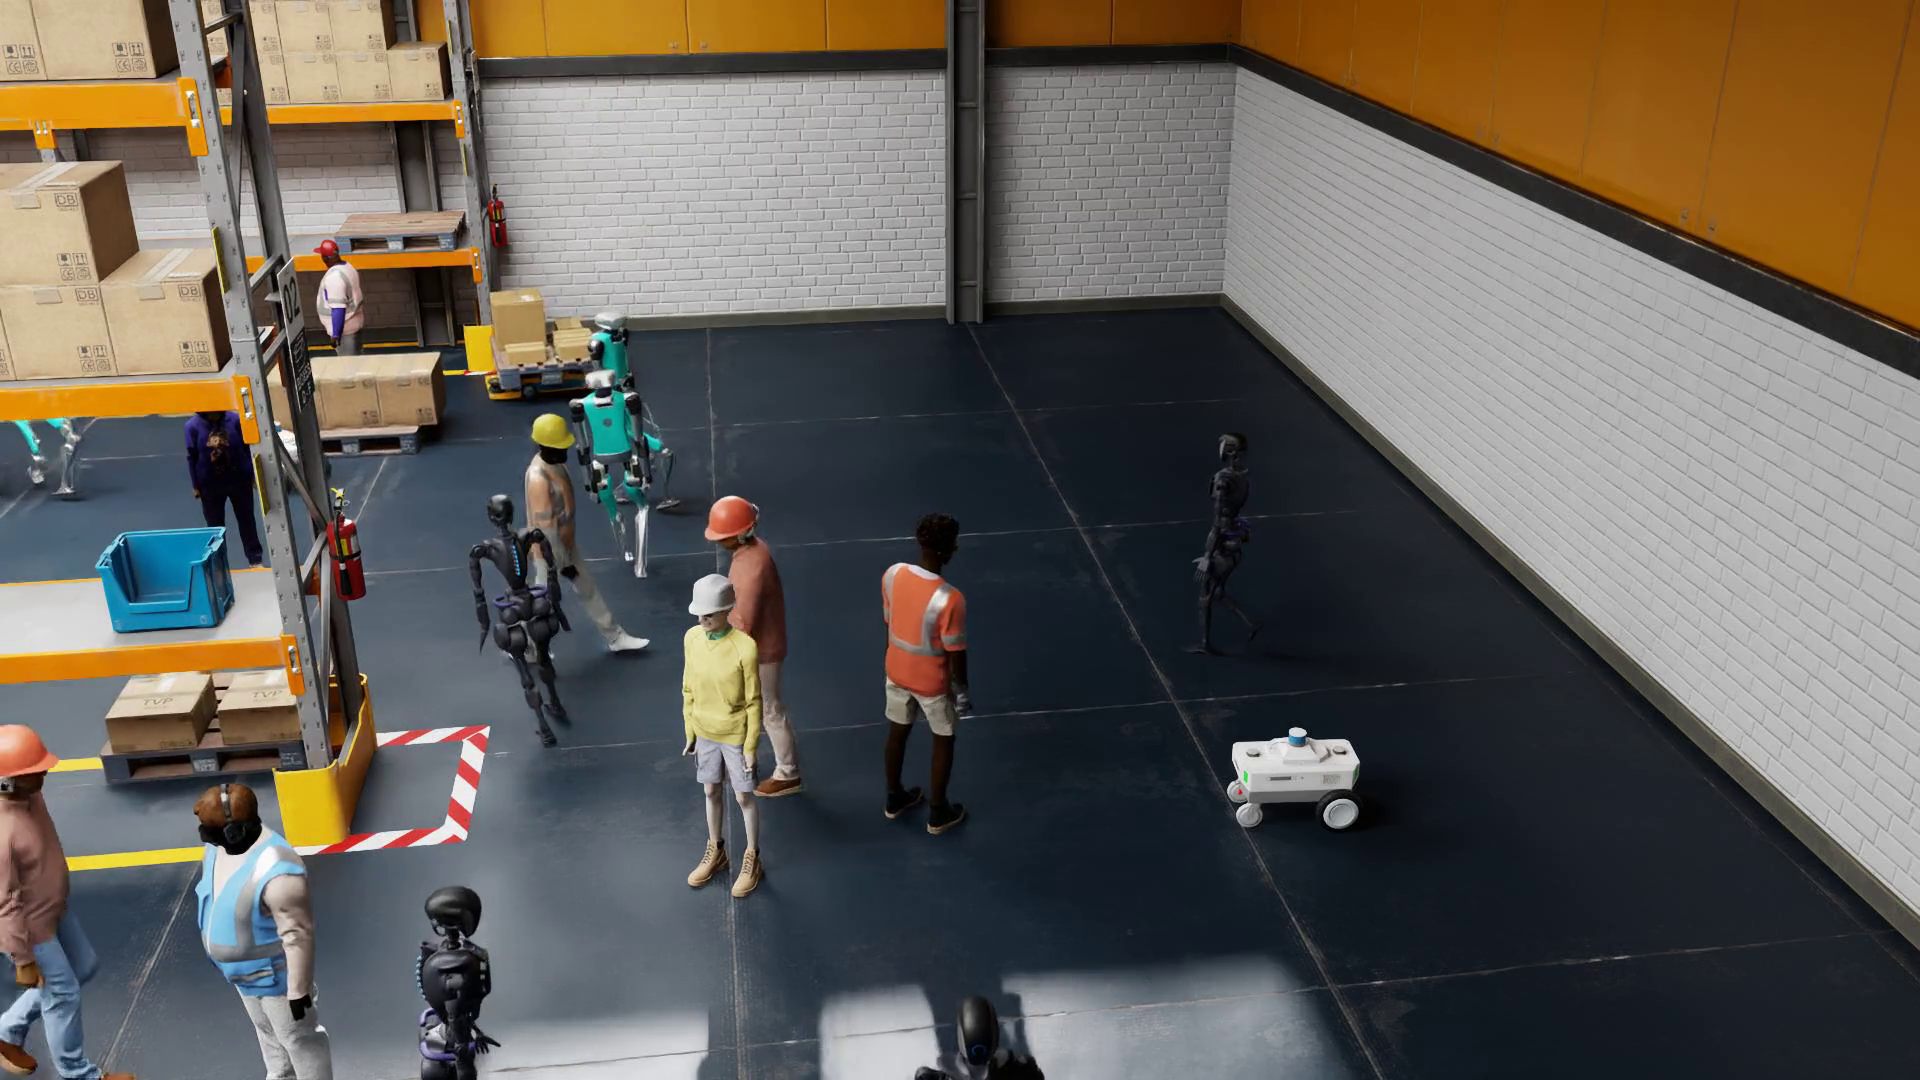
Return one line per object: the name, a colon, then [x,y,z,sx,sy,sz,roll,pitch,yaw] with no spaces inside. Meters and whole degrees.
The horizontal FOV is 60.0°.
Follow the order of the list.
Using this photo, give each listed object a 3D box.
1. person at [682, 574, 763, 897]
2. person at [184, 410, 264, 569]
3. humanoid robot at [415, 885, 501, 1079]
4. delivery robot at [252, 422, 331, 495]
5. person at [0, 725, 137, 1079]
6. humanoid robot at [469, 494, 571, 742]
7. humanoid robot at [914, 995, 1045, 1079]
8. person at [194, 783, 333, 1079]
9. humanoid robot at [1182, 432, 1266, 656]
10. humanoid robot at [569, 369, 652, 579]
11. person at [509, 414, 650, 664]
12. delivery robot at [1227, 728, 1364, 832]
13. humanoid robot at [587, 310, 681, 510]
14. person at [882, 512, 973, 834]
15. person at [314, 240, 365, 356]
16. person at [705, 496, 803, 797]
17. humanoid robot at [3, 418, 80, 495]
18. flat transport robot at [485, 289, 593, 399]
person: [-1.281,1.041,9.010,0.472,1.892,0.385,10,25,21]
person: [-5.611,-0.438,12.703,0.466,1.622,0.349,-14,27,-29]
humanoid robot: [-2.097,2.146,6.764,0.464,1.646,0.590,-7,25,-16]
delivery robot: [-6.011,-0.740,14.738,0.799,0.605,0.499,14,27,29]
person: [-4.173,1.696,7.413,0.611,1.971,0.627,-6,24,-13]
humanoid robot: [-2.793,0.474,10.587,0.584,1.640,0.557,-15,28,-31]
humanoid robot: [0.053,2.388,6.208,0.590,1.639,0.513,-5,24,-11]
person: [-3.020,1.853,7.225,0.623,1.841,0.431,19,30,37]
humanoid robot: [1.872,0.054,11.536,0.551,1.641,0.610,11,26,23]
humanoid robot: [-2.649,-0.481,12.799,0.573,1.890,0.811,-4,24,-10]
person: [-2.726,0.003,11.402,0.970,1.863,0.614,0,24,1]
delivery robot: [2.006,1.405,9.864,0.803,0.614,0.499,-1,24,-3]
humanoid robot: [-2.648,-1.032,13.977,1.007,1.778,0.531,7,25,16]
person: [-0.186,0.763,9.583,0.608,1.947,0.432,21,31,39]
person: [-6.039,-2.071,16.274,0.418,1.749,0.611,-1,24,-2]
person: [-1.301,0.654,9.809,0.732,1.952,0.618,-6,24,-13]
humanoid robot: [-7.898,-1.162,14.239,1.009,1.735,0.540,17,29,34]
flat transport robot: [-4.177,-1.700,17.269,1.431,0.231,0.659,-8,25,-17]
